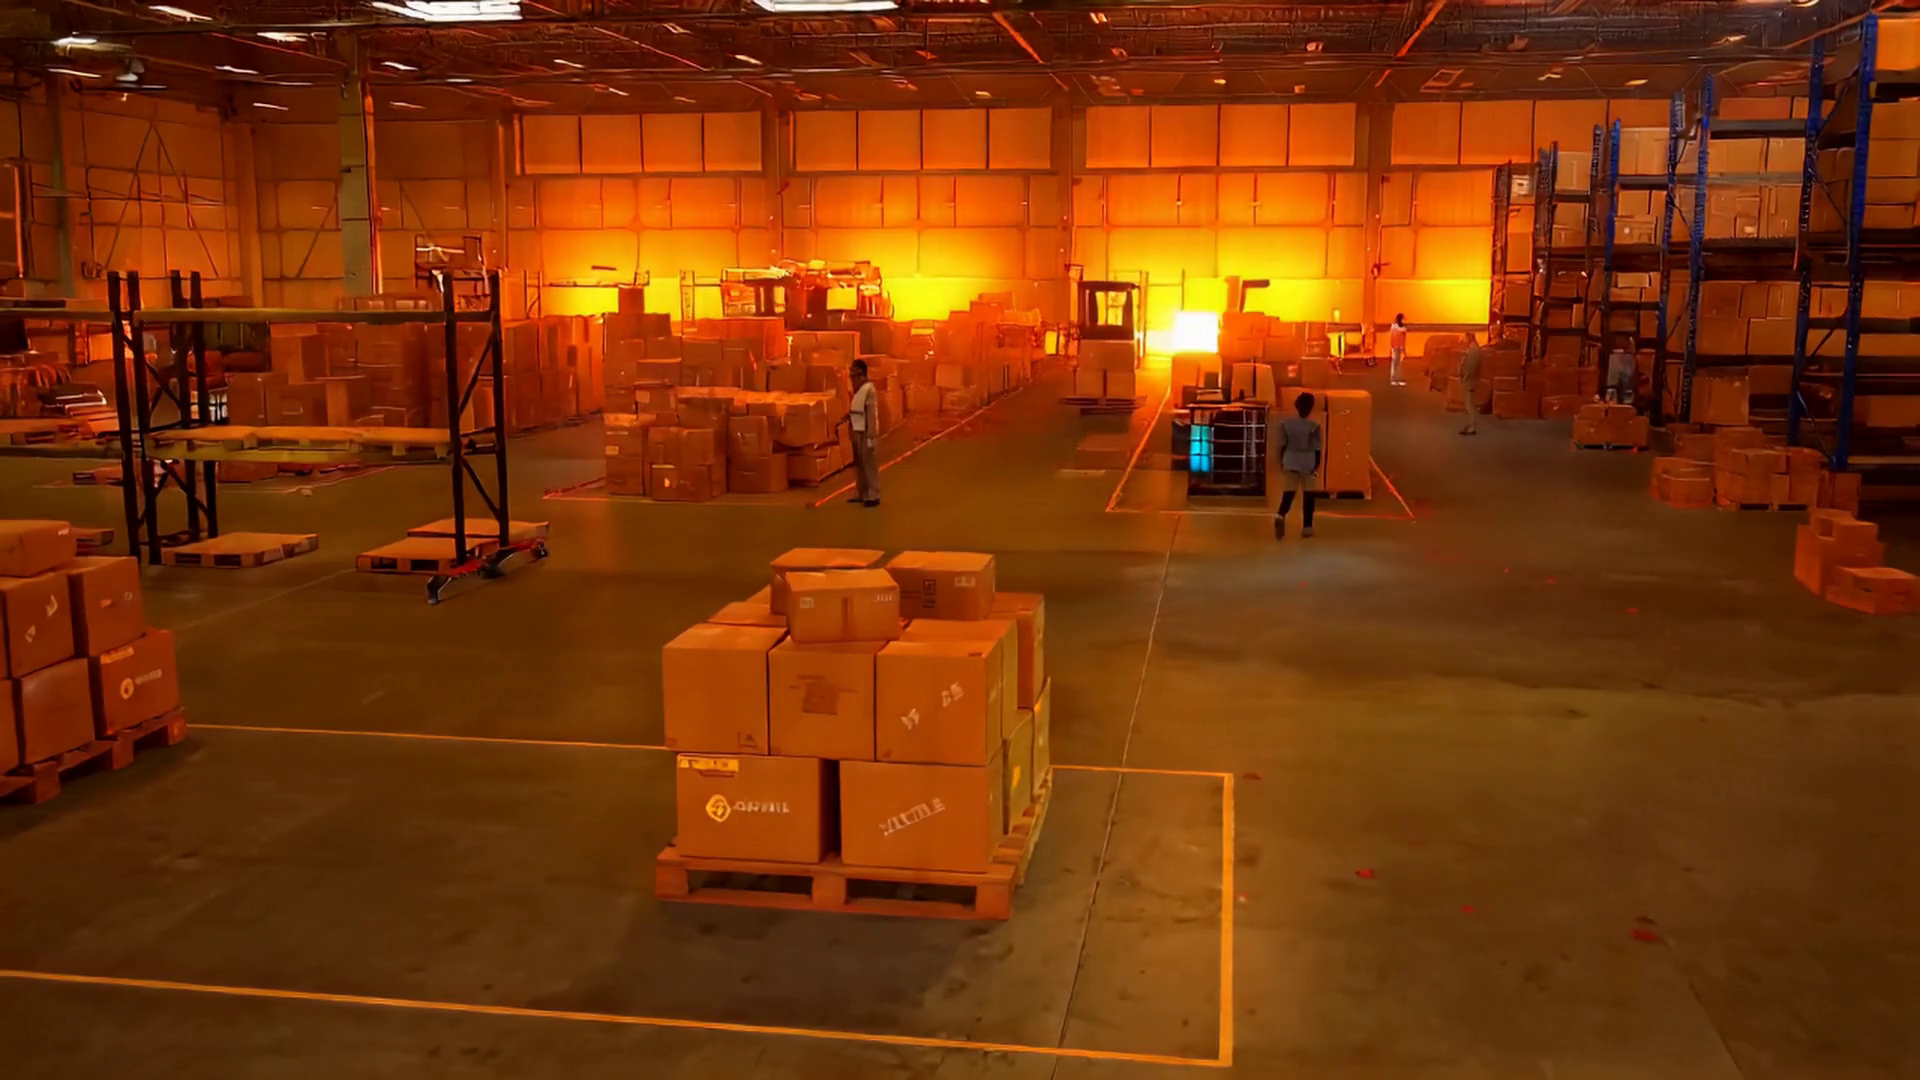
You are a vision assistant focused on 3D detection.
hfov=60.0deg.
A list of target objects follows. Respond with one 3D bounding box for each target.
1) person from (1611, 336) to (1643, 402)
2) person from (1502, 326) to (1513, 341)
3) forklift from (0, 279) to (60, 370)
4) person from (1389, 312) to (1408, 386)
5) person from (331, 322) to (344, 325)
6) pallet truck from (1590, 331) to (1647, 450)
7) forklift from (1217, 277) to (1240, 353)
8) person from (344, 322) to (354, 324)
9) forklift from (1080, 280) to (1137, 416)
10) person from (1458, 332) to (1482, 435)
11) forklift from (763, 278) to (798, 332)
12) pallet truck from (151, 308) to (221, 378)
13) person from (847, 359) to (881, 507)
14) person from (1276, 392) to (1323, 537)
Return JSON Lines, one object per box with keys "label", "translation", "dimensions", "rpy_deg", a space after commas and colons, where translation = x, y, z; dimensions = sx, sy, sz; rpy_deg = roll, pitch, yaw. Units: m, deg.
{"label": "person", "translation": [12.011, -2.792, 30.110], "dimensions": [1.002, 1.919, 0.584], "rpy_deg": [-1, 9, -5]}
{"label": "person", "translation": [14.294, -4.781, 43.387], "dimensions": [0.876, 1.592, 0.536], "rpy_deg": [1, 9, 4]}
{"label": "forklift", "translation": [-22.592, -4.798, 39.505], "dimensions": [1.873, 2.768, 1.129], "rpy_deg": [1, 9, 9]}
{"label": "person", "translation": [11.585, -5.044, 43.922], "dimensions": [0.630, 1.938, 0.366], "rpy_deg": [-7, 12, -37]}
{"label": "person", "translation": [-18.309, -5.879, 49.293], "dimensions": [0.617, 1.883, 1.077], "rpy_deg": [-2, 9, -9]}
{"label": "pallet truck", "translation": [11.253, -2.573, 28.499], "dimensions": [0.823, 1.965, 1.885], "rpy_deg": [5, 10, 27]}
{"label": "forklift", "translation": [7.914, -6.232, 48.348], "dimensions": [1.873, 2.768, 1.129], "rpy_deg": [1, 9, 9]}
{"label": "person", "translation": [-14.326, -4.271, 39.153], "dimensions": [0.371, 1.941, 0.627], "rpy_deg": [8, 12, 40]}
{"label": "forklift", "translation": [3.166, -4.072, 35.029], "dimensions": [1.129, 2.768, 1.873], "rpy_deg": [1, 9, 8]}
{"label": "person", "translation": [9.407, -2.885, 30.725], "dimensions": [0.406, 1.902, 0.636], "rpy_deg": [3, 10, 16]}
{"label": "forklift", "translation": [-4.760, -5.575, 44.295], "dimensions": [1.873, 2.768, 1.129], "rpy_deg": [8, 12, 42]}
{"label": "pallet truck", "translation": [-21.869, -5.598, 47.154], "dimensions": [0.823, 1.965, 1.885], "rpy_deg": [4, 10, 26]}
{"label": "person", "translation": [-1.241, -1.384, 21.462], "dimensions": [0.388, 1.908, 0.584], "rpy_deg": [-6, 11, -31]}
{"label": "person", "translation": [3.810, -0.829, 18.726], "dimensions": [0.536, 1.671, 0.679], "rpy_deg": [5, 11, 29]}
